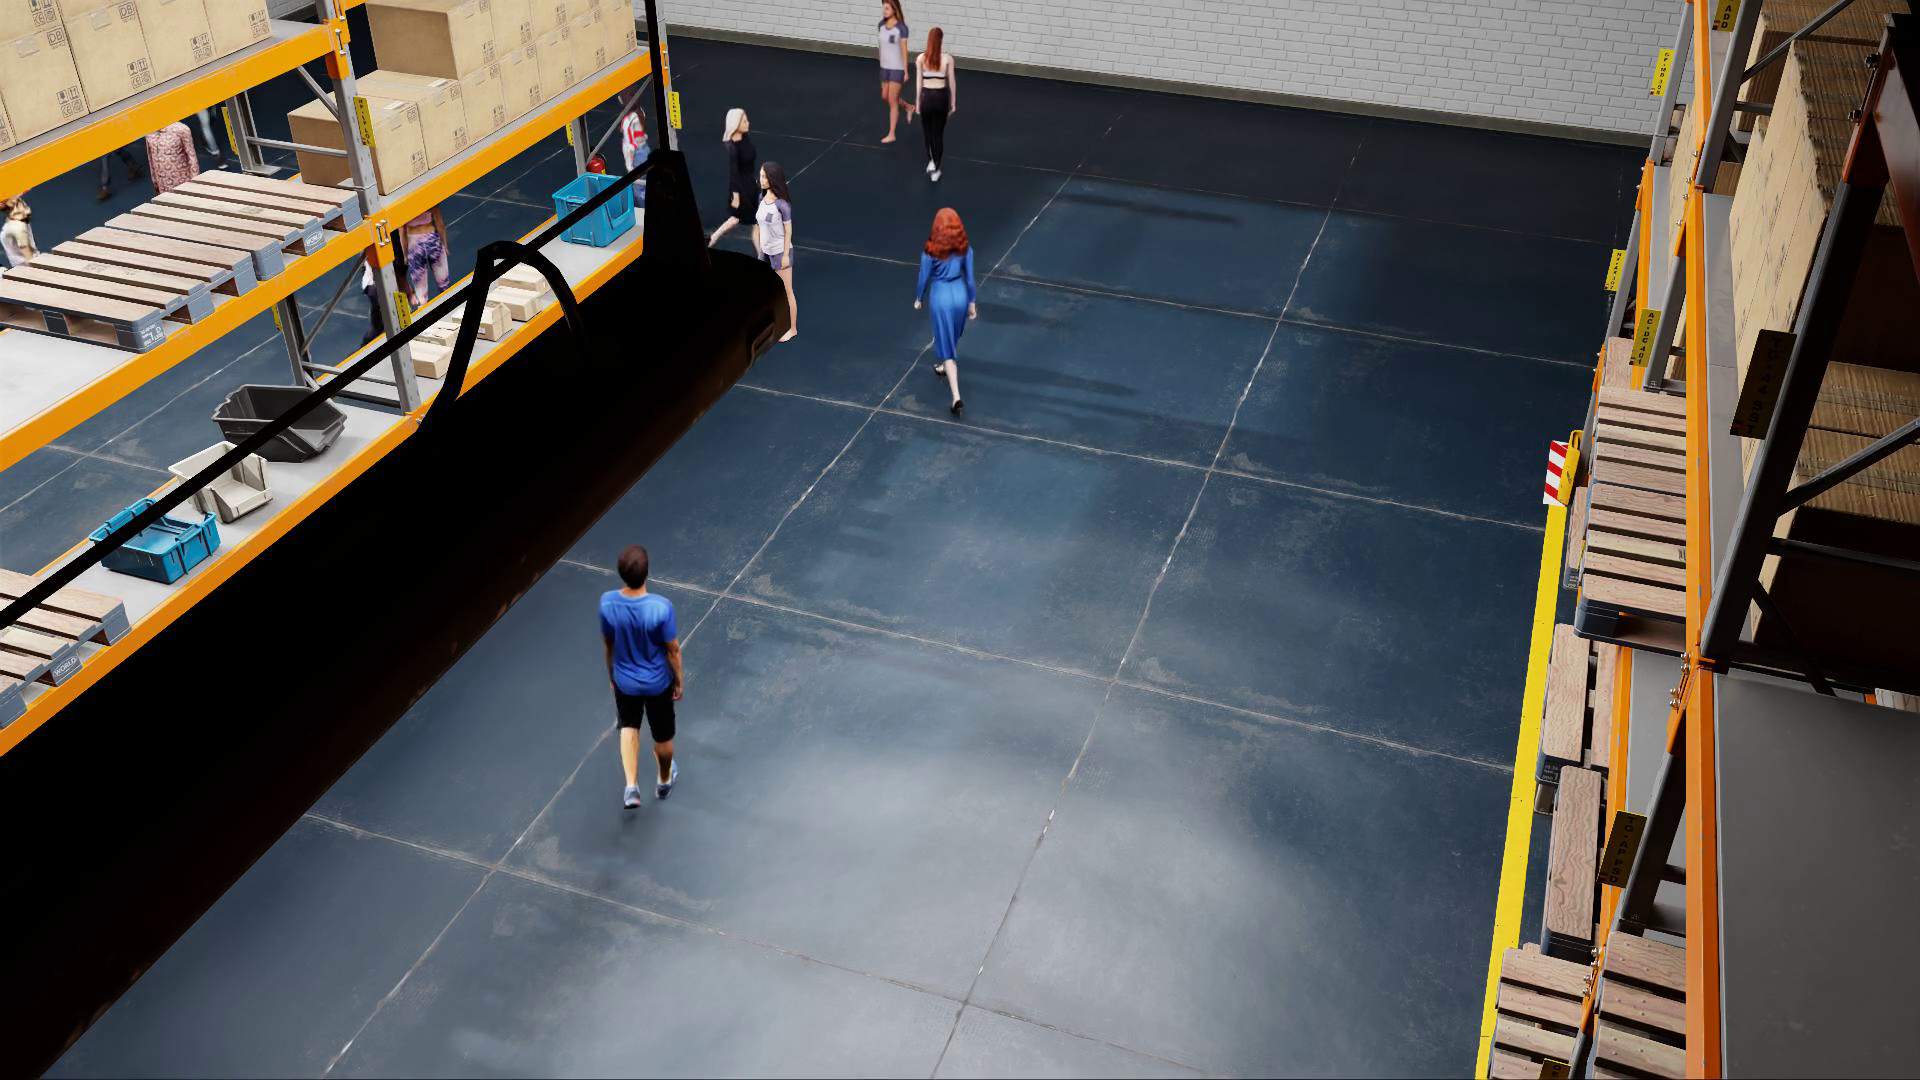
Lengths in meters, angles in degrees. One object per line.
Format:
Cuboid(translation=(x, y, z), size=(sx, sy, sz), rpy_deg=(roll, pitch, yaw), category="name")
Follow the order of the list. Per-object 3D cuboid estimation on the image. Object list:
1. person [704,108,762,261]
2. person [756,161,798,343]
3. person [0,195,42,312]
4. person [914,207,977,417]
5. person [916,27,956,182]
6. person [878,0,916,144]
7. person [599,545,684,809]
Cuboid(translation=(-2.241, -3.464, 16.592), size=(0.839, 1.721, 1.048), rpy_deg=(4, 34, 6), category="person")
Cuboid(translation=(-1.706, -2.693, 15.446), size=(0.677, 1.706, 0.674), rpy_deg=(-27, 42, -35), category="person")
Cuboid(translation=(-8.264, -2.399, 14.993), size=(0.918, 1.718, 0.858), rpy_deg=(-13, 36, -19), category="person")
Cuboid(translation=(-0.067, -1.892, 14.164), size=(1.045, 1.790, 1.123), rpy_deg=(-14, 36, -20), category="person")
Cuboid(translation=(-0.289, -4.853, 18.671), size=(0.679, 1.733, 0.707), rpy_deg=(2, 34, 2), category="person")
Cuboid(translation=(-0.740, -5.647, 19.882), size=(0.797, 1.714, 1.014), rpy_deg=(25, 41, 32), category="person")
Cuboid(translation=(-1.909, 0.893, 9.912), size=(0.782, 1.860, 0.975), rpy_deg=(1, 34, 2), category="person")
